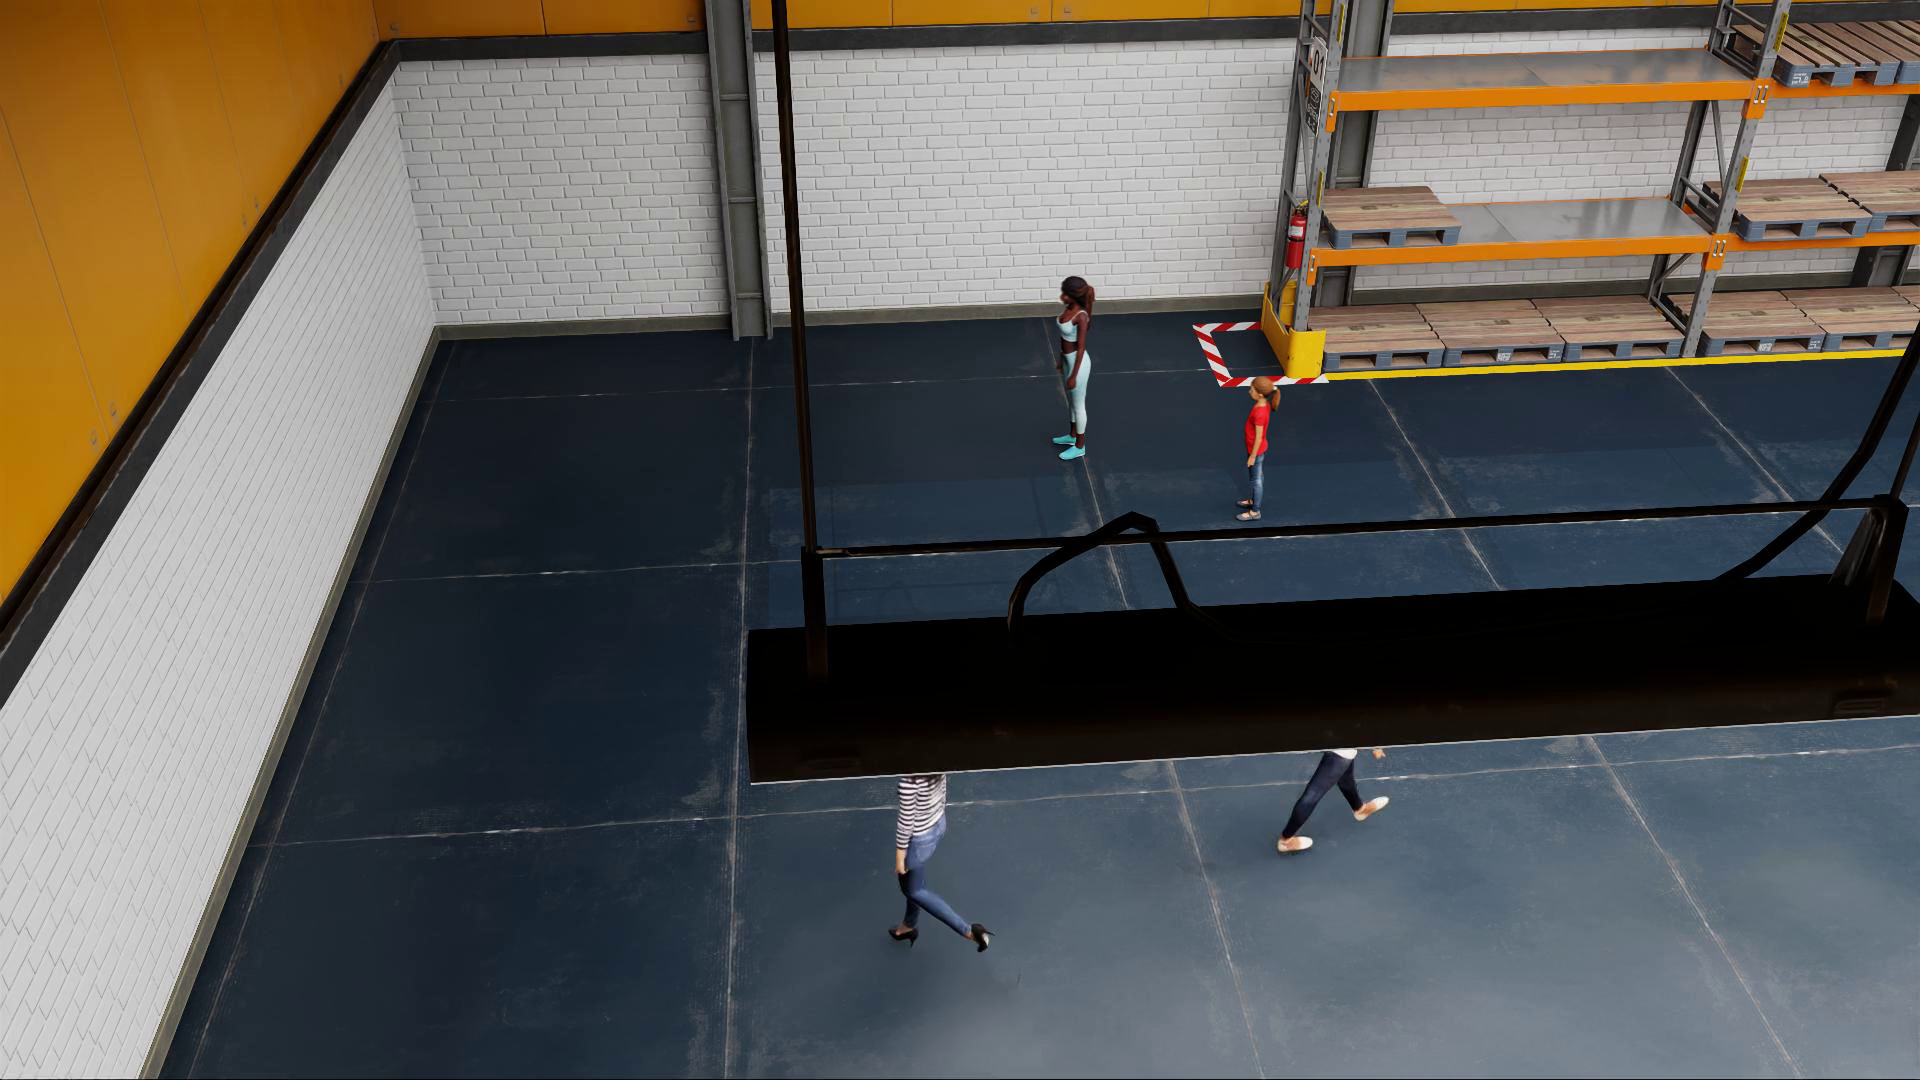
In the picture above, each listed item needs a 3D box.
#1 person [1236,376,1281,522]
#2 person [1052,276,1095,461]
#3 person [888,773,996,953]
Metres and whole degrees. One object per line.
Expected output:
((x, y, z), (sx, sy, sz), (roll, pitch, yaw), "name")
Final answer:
((2.468, -0.766, 13.804), (0.547, 1.309, 0.542), (7, 34, 10), "person")
((1.001, -1.526, 14.572), (0.559, 1.726, 0.583), (-7, 34, -10), "person")
((-0.152, 1.770, 9.571), (1.047, 1.772, 0.917), (18, 38, 25), "person")
